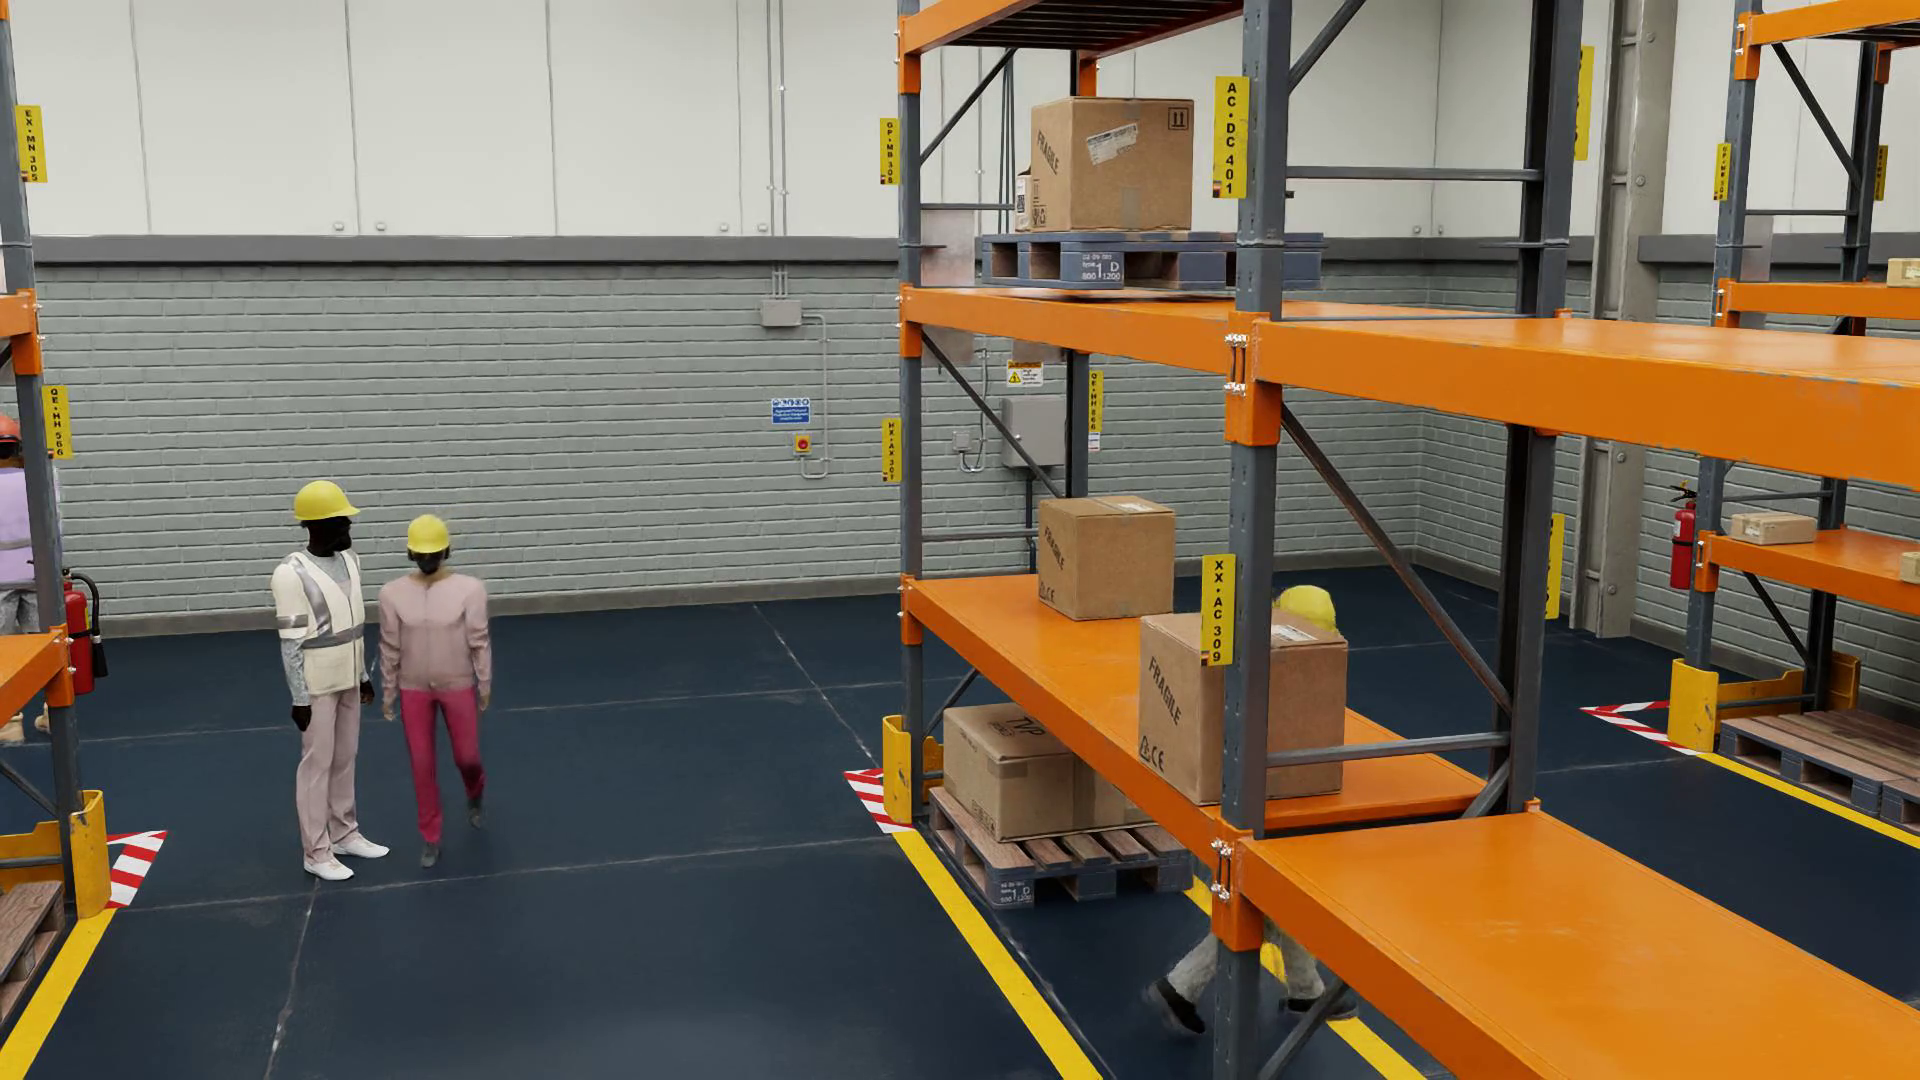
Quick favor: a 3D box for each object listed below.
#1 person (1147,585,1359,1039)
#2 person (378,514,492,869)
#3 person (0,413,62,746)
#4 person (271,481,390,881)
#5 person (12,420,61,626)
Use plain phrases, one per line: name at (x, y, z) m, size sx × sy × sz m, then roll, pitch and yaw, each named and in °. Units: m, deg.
person at (1.141, 1.041, 6.357) m, size 0.792 × 1.793 × 0.600 m, roll 1°, pitch 10°, yaw 3°
person at (-2.600, 0.721, 8.288) m, size 0.536 × 1.754 × 0.498 m, roll -2°, pitch 10°, yaw -10°
person at (-5.826, 0.239, 10.201) m, size 0.373 × 2.042 × 0.614 m, roll 6°, pitch 12°, yaw 31°
person at (-3.055, 0.669, 8.073) m, size 0.352 × 1.930 × 0.594 m, roll 2°, pitch 10°, yaw 12°
person at (-6.642, 0.069, 11.706) m, size 0.658 × 1.858 × 0.594 m, roll 7°, pitch 12°, yaw 34°
